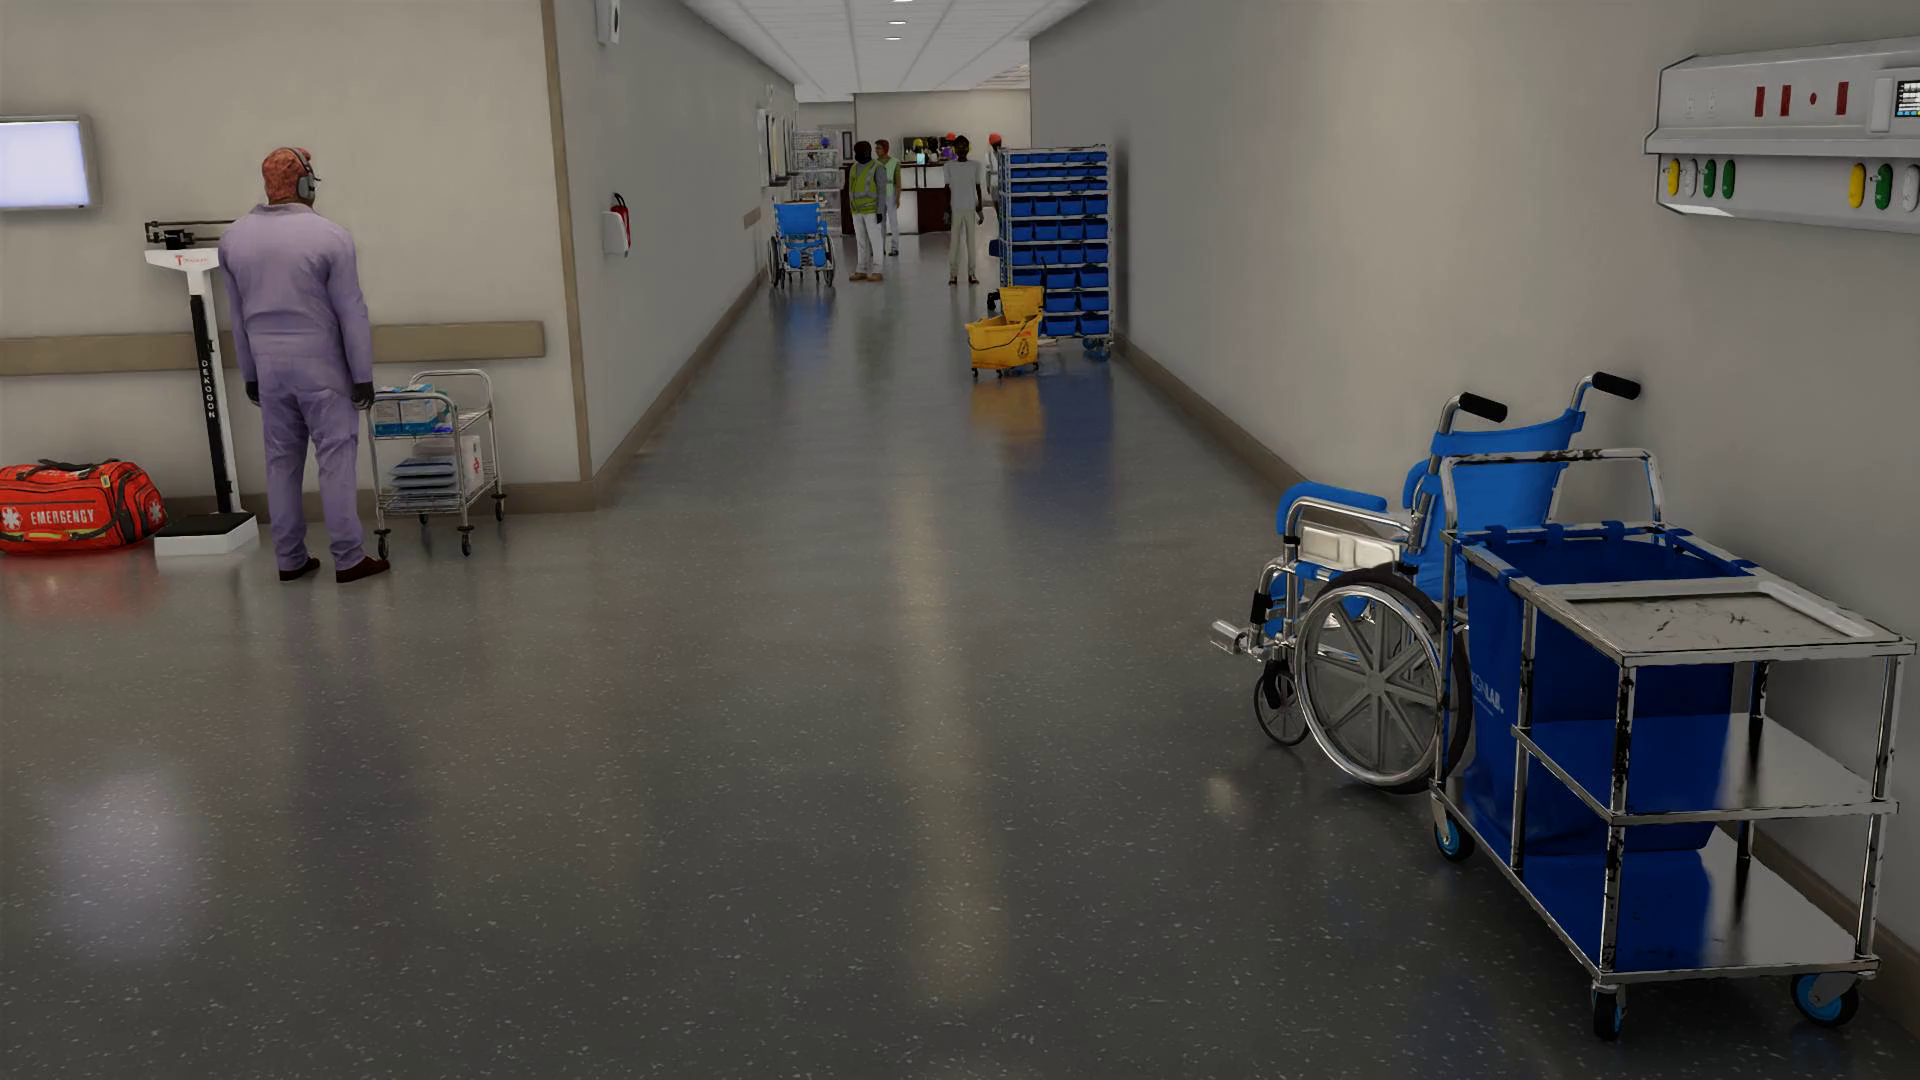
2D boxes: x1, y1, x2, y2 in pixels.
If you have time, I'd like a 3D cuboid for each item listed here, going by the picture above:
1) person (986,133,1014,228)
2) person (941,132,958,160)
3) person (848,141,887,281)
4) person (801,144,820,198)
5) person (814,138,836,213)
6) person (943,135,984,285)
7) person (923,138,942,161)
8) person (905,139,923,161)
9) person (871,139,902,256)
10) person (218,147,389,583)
[{"bbox_3d":[0.789,-6.885,32.079,0.570,1.905,0.678,1,14,10],"label":"person"},{"bbox_3d":[-0.193,-8.555,38.980,0.355,1.939,0.544,-13,18,-40],"label":"person"},{"bbox_3d":[-1.246,-4.349,22.039,0.619,1.838,0.430,11,18,41],"label":"person"},{"bbox_3d":[-3.740,-9.083,41.953,0.330,1.751,0.564,8,17,35],"label":"person"},{"bbox_3d":[-3.509,-9.447,43.136,0.609,1.888,1.041,-10,16,-30],"label":"person"},{"bbox_3d":[0.047,-4.182,21.121,0.516,1.871,0.325,-3,14,-5],"label":"person"},{"bbox_3d":[-0.617,-8.489,38.999,0.433,1.836,0.617,10,18,40],"label":"person"},{"bbox_3d":[-1.008,-8.637,39.660,0.593,1.826,0.404,-9,15,-27],"label":"person"},{"bbox_3d":[-1.176,-5.502,26.752,0.564,1.841,0.394,7,16,32],"label":"person"},{"bbox_3d":[-2.862,-0.754,7.322,0.650,1.903,0.399,1,14,12],"label":"person"}]
